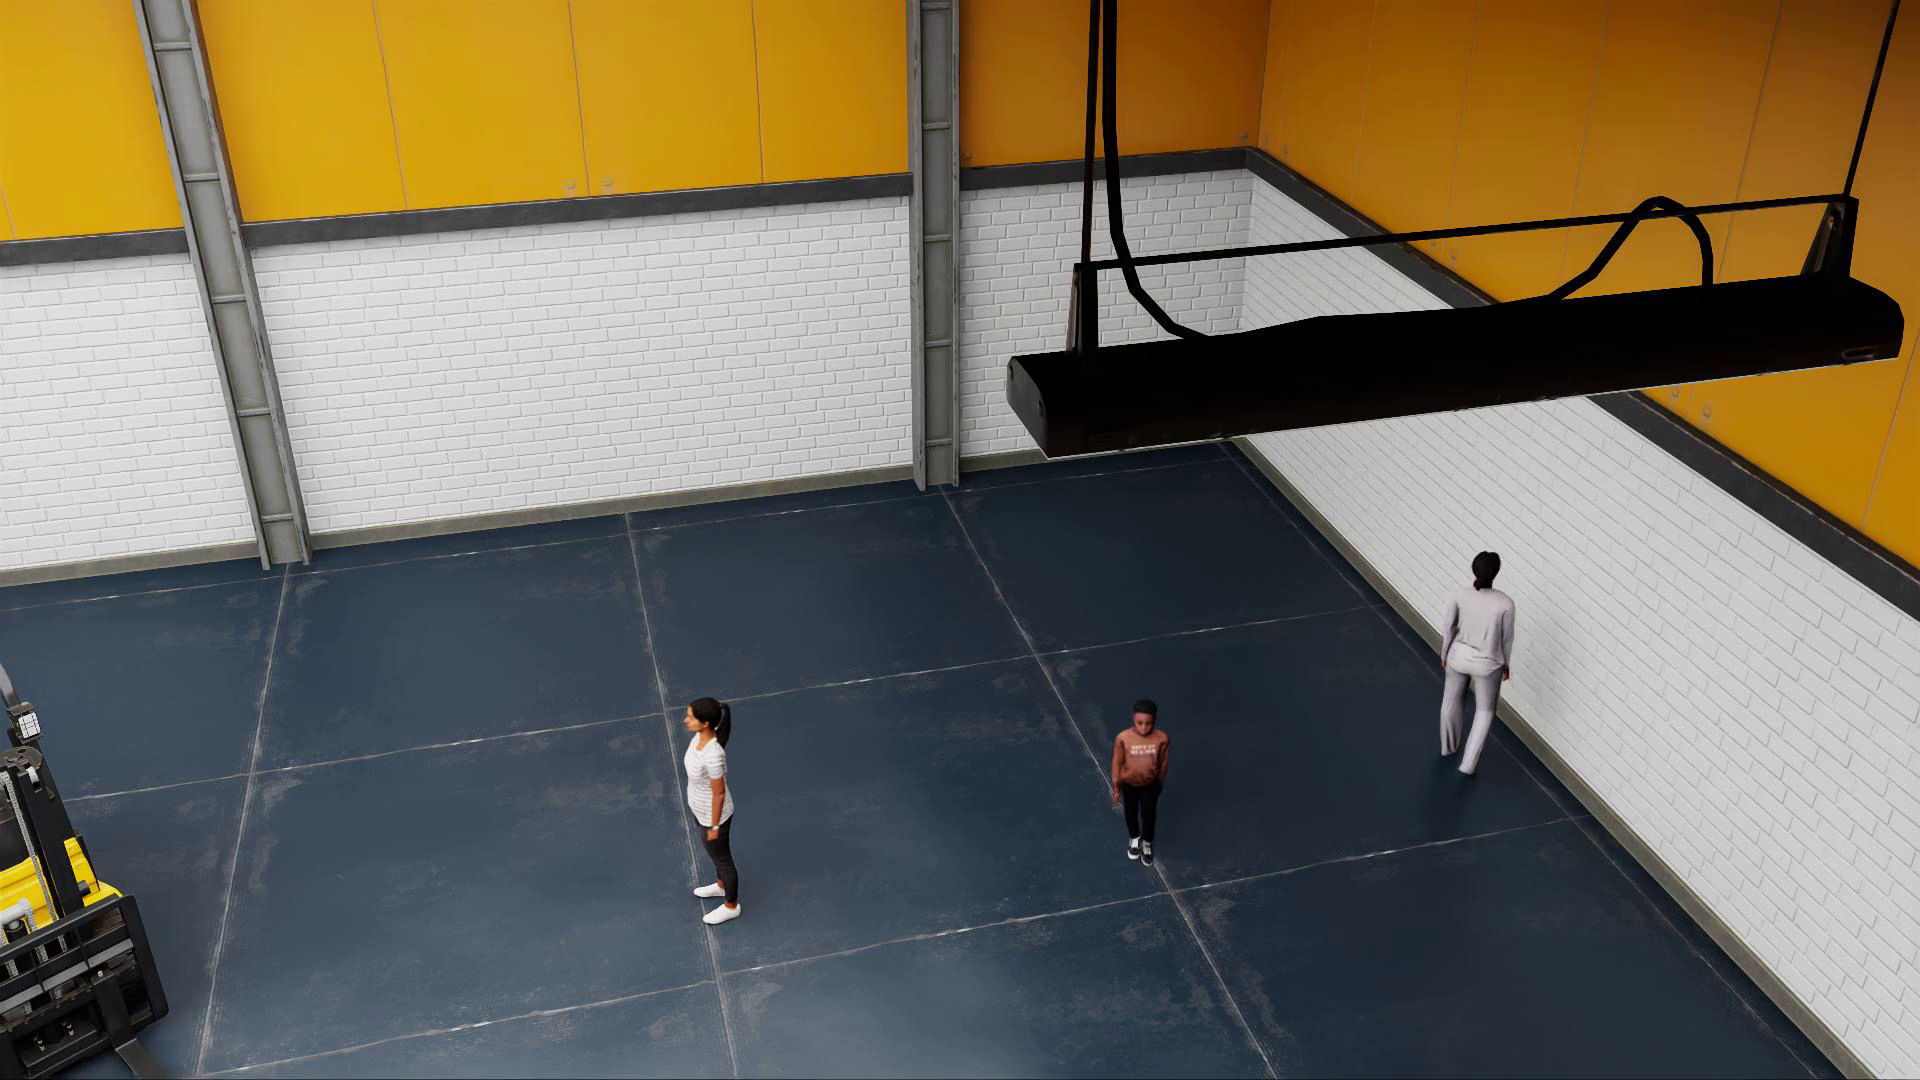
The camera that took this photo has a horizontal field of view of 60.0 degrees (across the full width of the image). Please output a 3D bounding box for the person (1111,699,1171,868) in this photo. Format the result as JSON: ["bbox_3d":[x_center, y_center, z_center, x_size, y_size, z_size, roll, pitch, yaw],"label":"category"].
[{"bbox_3d":[1.202,1.558,11.079,0.560,1.245,0.659,4,29,8],"label":"person"}]

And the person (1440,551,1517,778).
[{"bbox_3d":[3.658,0.875,11.806,0.915,1.747,0.974,15,32,25],"label":"person"}]

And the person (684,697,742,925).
[{"bbox_3d":[-1.551,1.674,10.447,0.522,1.646,0.567,-8,30,-15],"label":"person"}]
